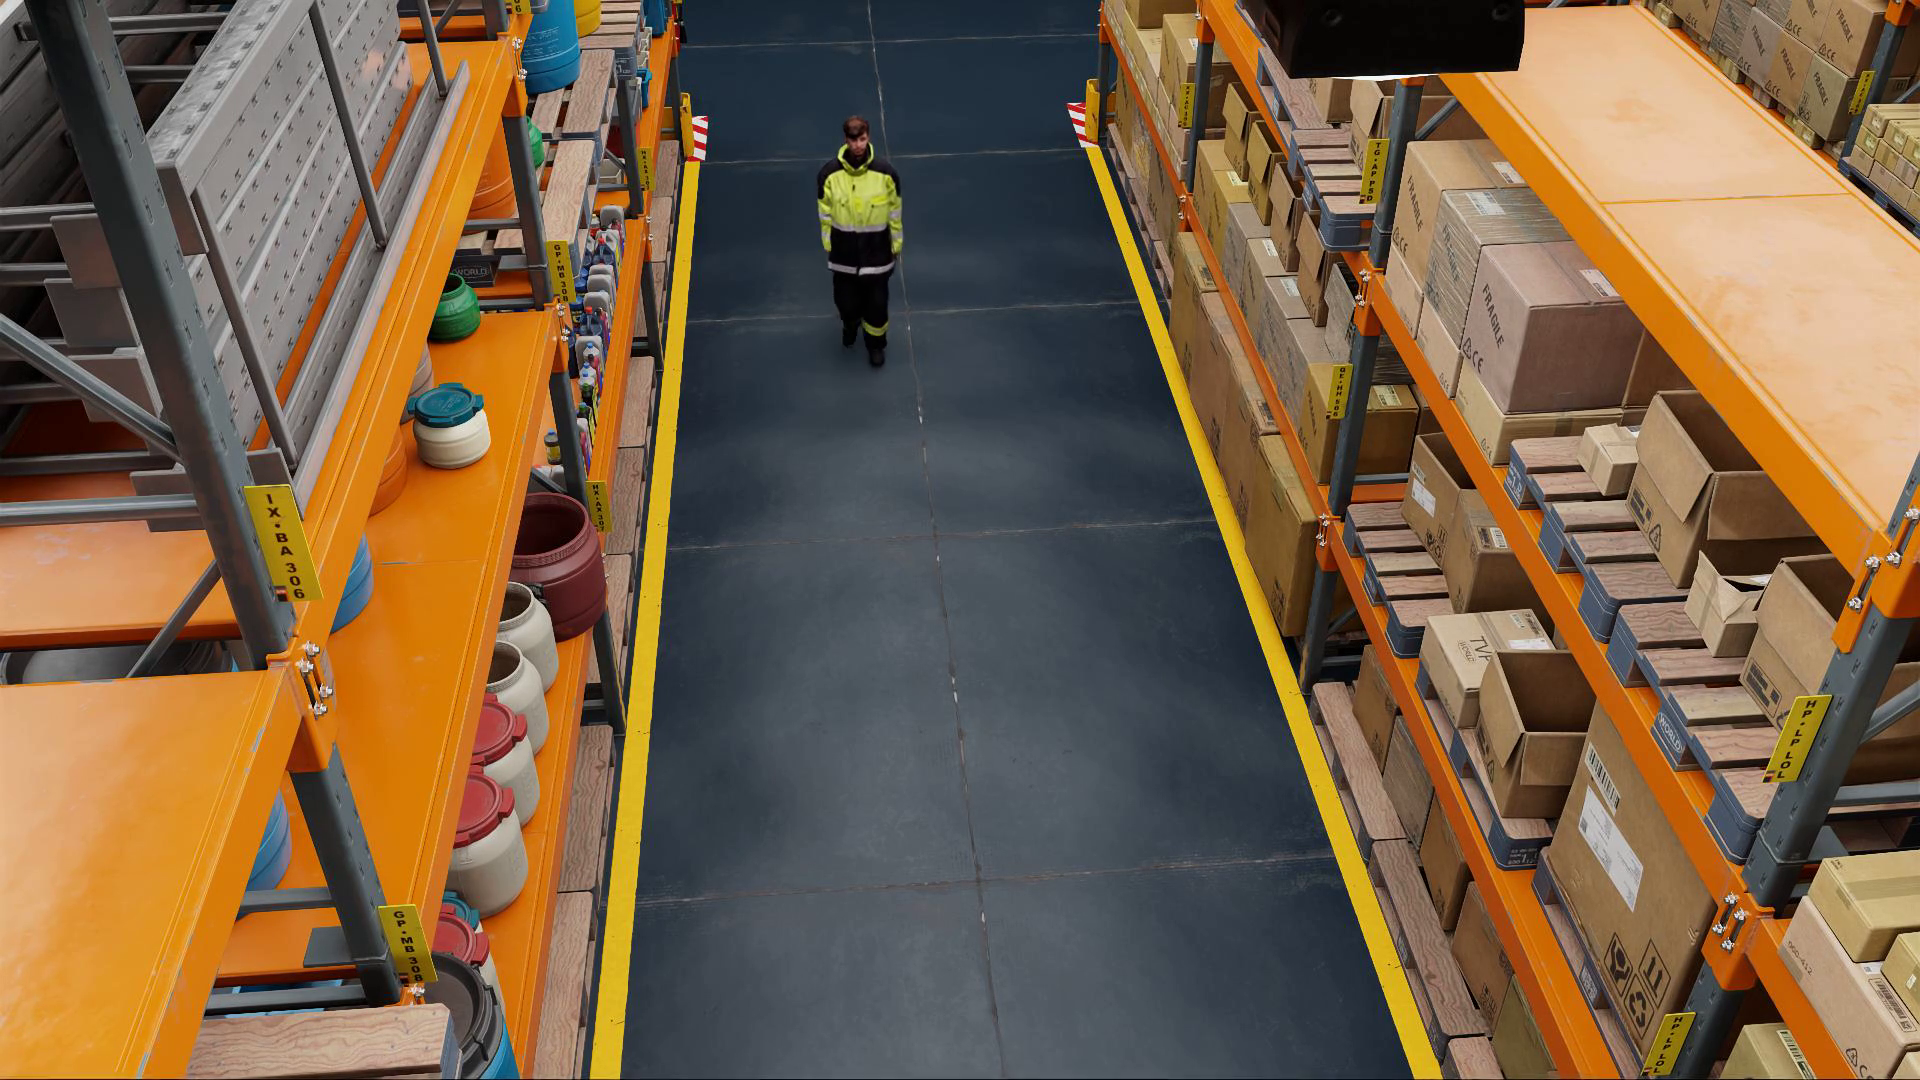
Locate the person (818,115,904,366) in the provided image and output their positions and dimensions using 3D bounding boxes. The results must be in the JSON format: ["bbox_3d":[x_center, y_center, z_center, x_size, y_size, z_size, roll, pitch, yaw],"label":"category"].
[{"bbox_3d":[-0.722,-2.249,12.352,0.765,1.963,0.765,-4,37,-6],"label":"person"}]
